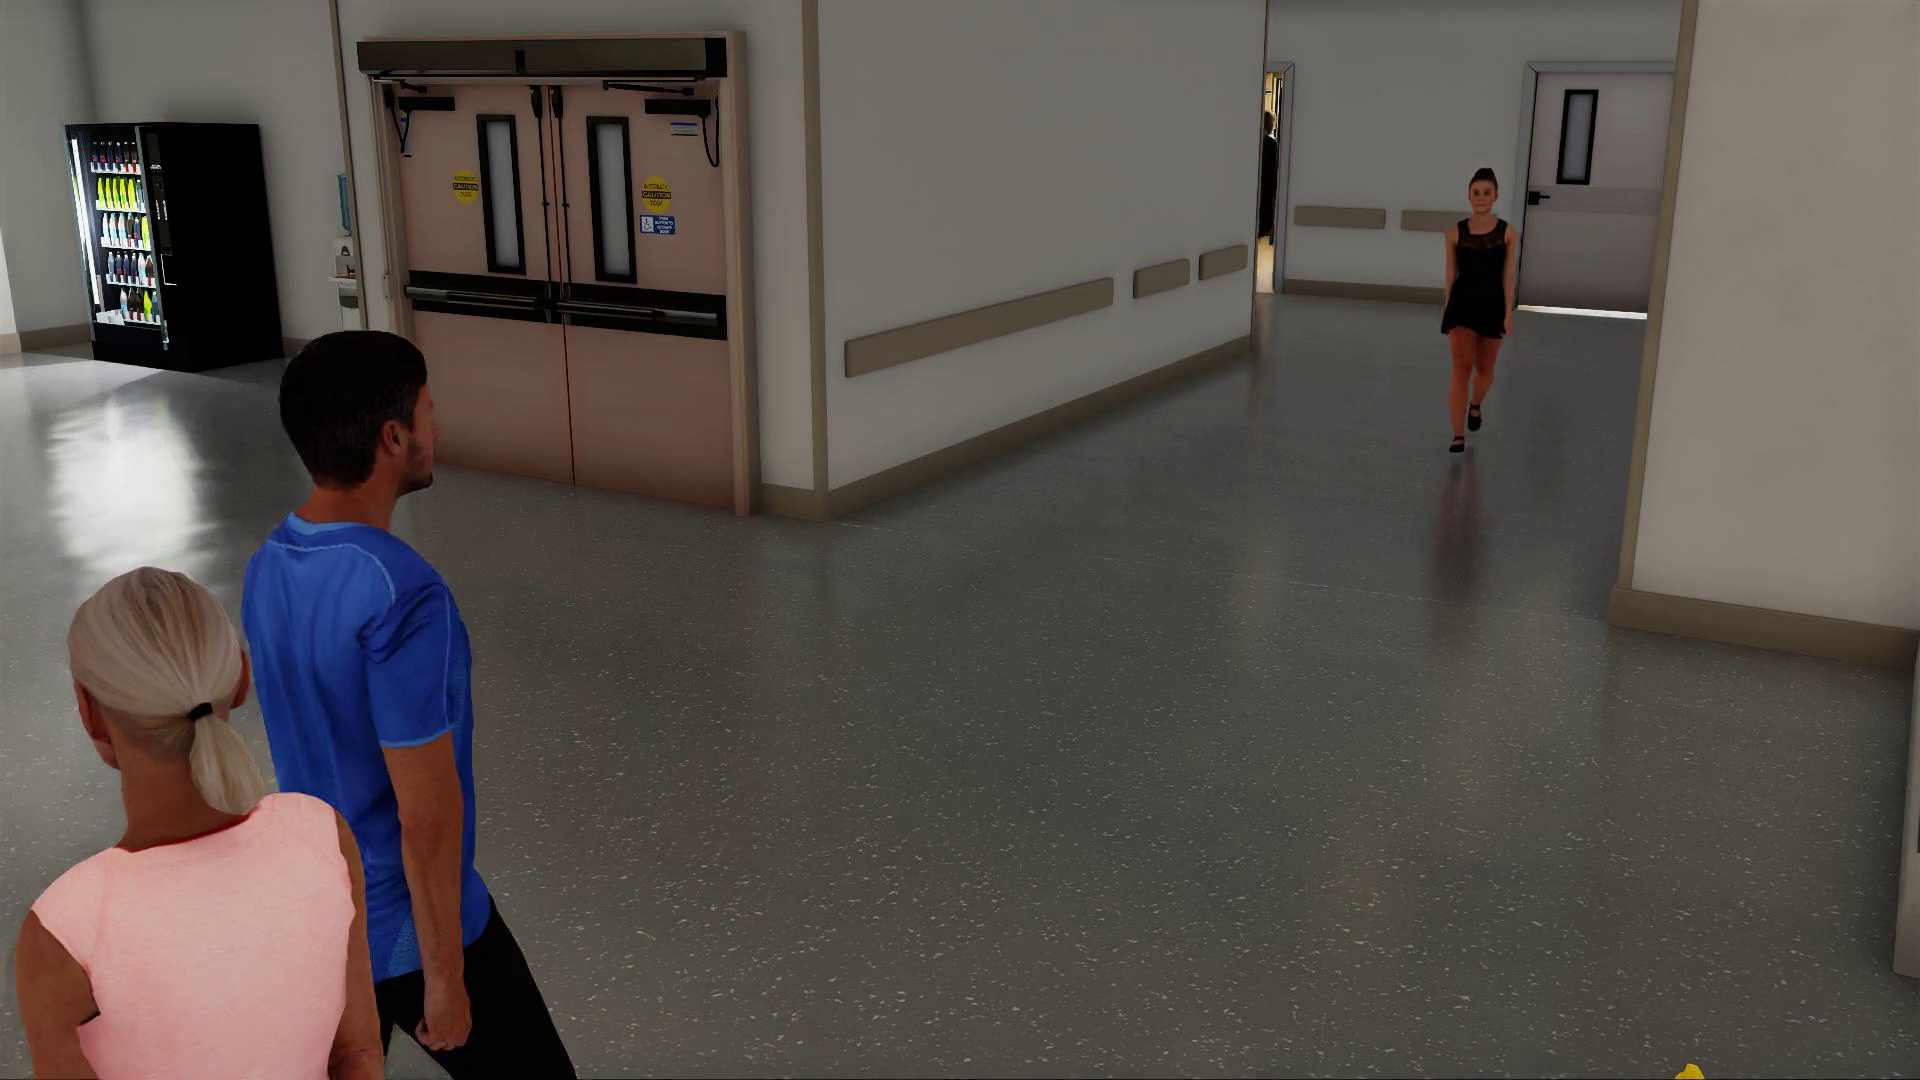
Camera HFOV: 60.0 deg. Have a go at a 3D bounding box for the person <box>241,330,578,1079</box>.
[{"bbox_3d":[-0.965,0.637,2.571,1.067,1.828,0.773,12,20,36],"label":"person"}]

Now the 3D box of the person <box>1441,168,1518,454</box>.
[{"bbox_3d":[3.130,-1.369,10.031,1.097,1.640,0.860,3,16,12],"label":"person"}]

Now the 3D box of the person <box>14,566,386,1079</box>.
[{"bbox_3d":[-0.828,0.872,1.940,0.573,1.717,0.586,14,21,40],"label":"person"}]
